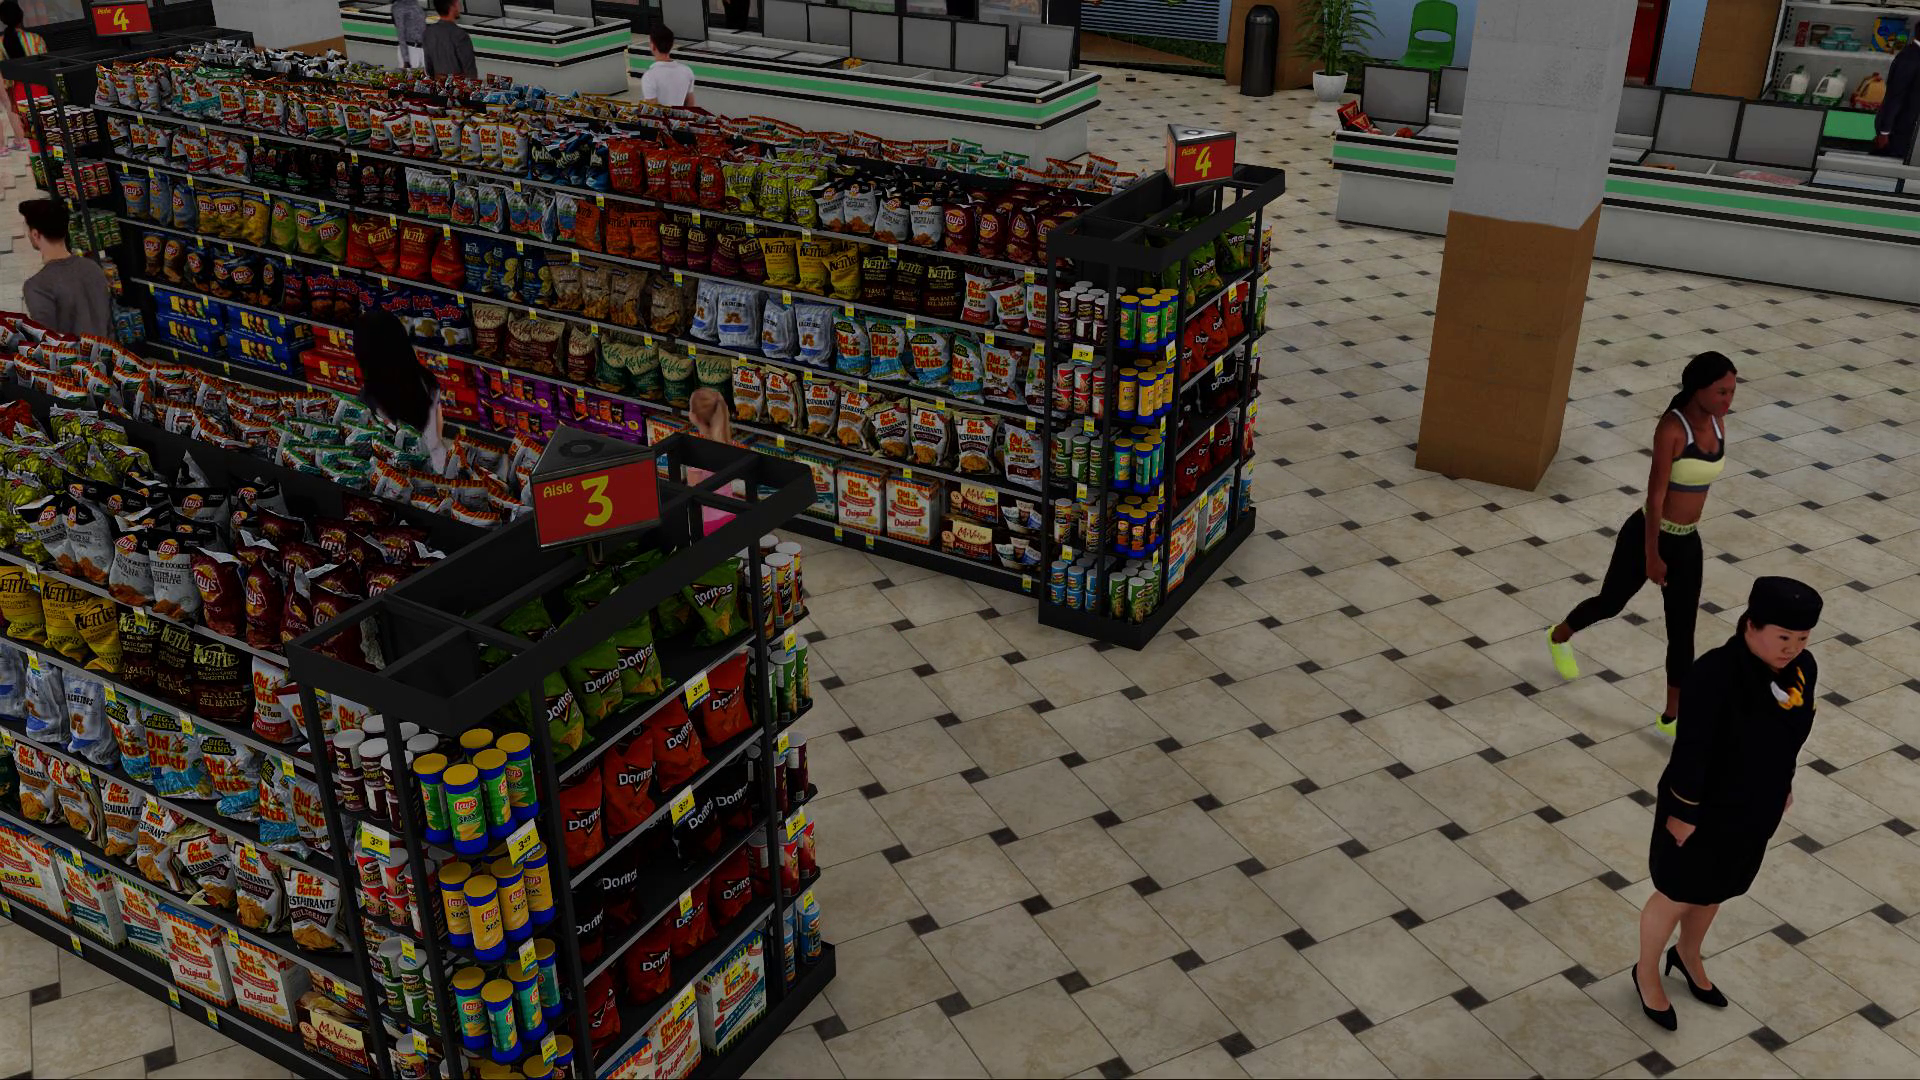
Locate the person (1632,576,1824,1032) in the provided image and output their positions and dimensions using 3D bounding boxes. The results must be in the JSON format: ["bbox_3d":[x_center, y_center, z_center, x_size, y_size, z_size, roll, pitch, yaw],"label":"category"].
[{"bbox_3d":[2.519,0.866,5.511,0.805,1.669,0.832,-11,29,-21],"label":"person"}]

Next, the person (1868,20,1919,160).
[{"bbox_3d":[7.702,-3.422,13.840,1.161,1.782,0.765,17,32,30],"label":"person"}]

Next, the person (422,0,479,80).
[{"bbox_3d":[-4.406,-3.851,14.588,0.526,1.871,0.752,12,29,23],"label":"person"}]

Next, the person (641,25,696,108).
[{"bbox_3d":[-2.281,-3.124,13.177,0.609,1.851,0.691,22,34,36],"label":"person"}]

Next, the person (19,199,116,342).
[{"bbox_3d":[-4.428,-0.789,8.525,0.946,1.894,0.852,6,27,11],"label":"person"}]

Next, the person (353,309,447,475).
[{"bbox_3d":[-2.447,-0.210,7.625,1.030,1.675,0.724,22,34,36],"label":"person"}]

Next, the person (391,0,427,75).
[{"bbox_3d":[-5.460,-4.809,16.644,0.582,1.721,0.638,8,28,16],"label":"person"}]

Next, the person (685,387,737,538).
[{"bbox_3d":[-1.132,-0.114,7.893,0.616,1.262,0.498,13,30,24],"label":"person"}]

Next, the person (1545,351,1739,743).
[{"bbox_3d":[2.933,-0.001,7.171,1.058,1.714,1.182,-9,28,-18],"label":"person"}]

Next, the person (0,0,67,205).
[{"bbox_3d":[-8.066,-3.764,14.517,0.855,1.781,0.925,-8,28,-15],"label":"person"}]

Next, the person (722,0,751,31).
[{"bbox_3d":[-2.719,-6.567,19.981,0.626,1.838,0.664,11,29,20],"label":"person"}]
